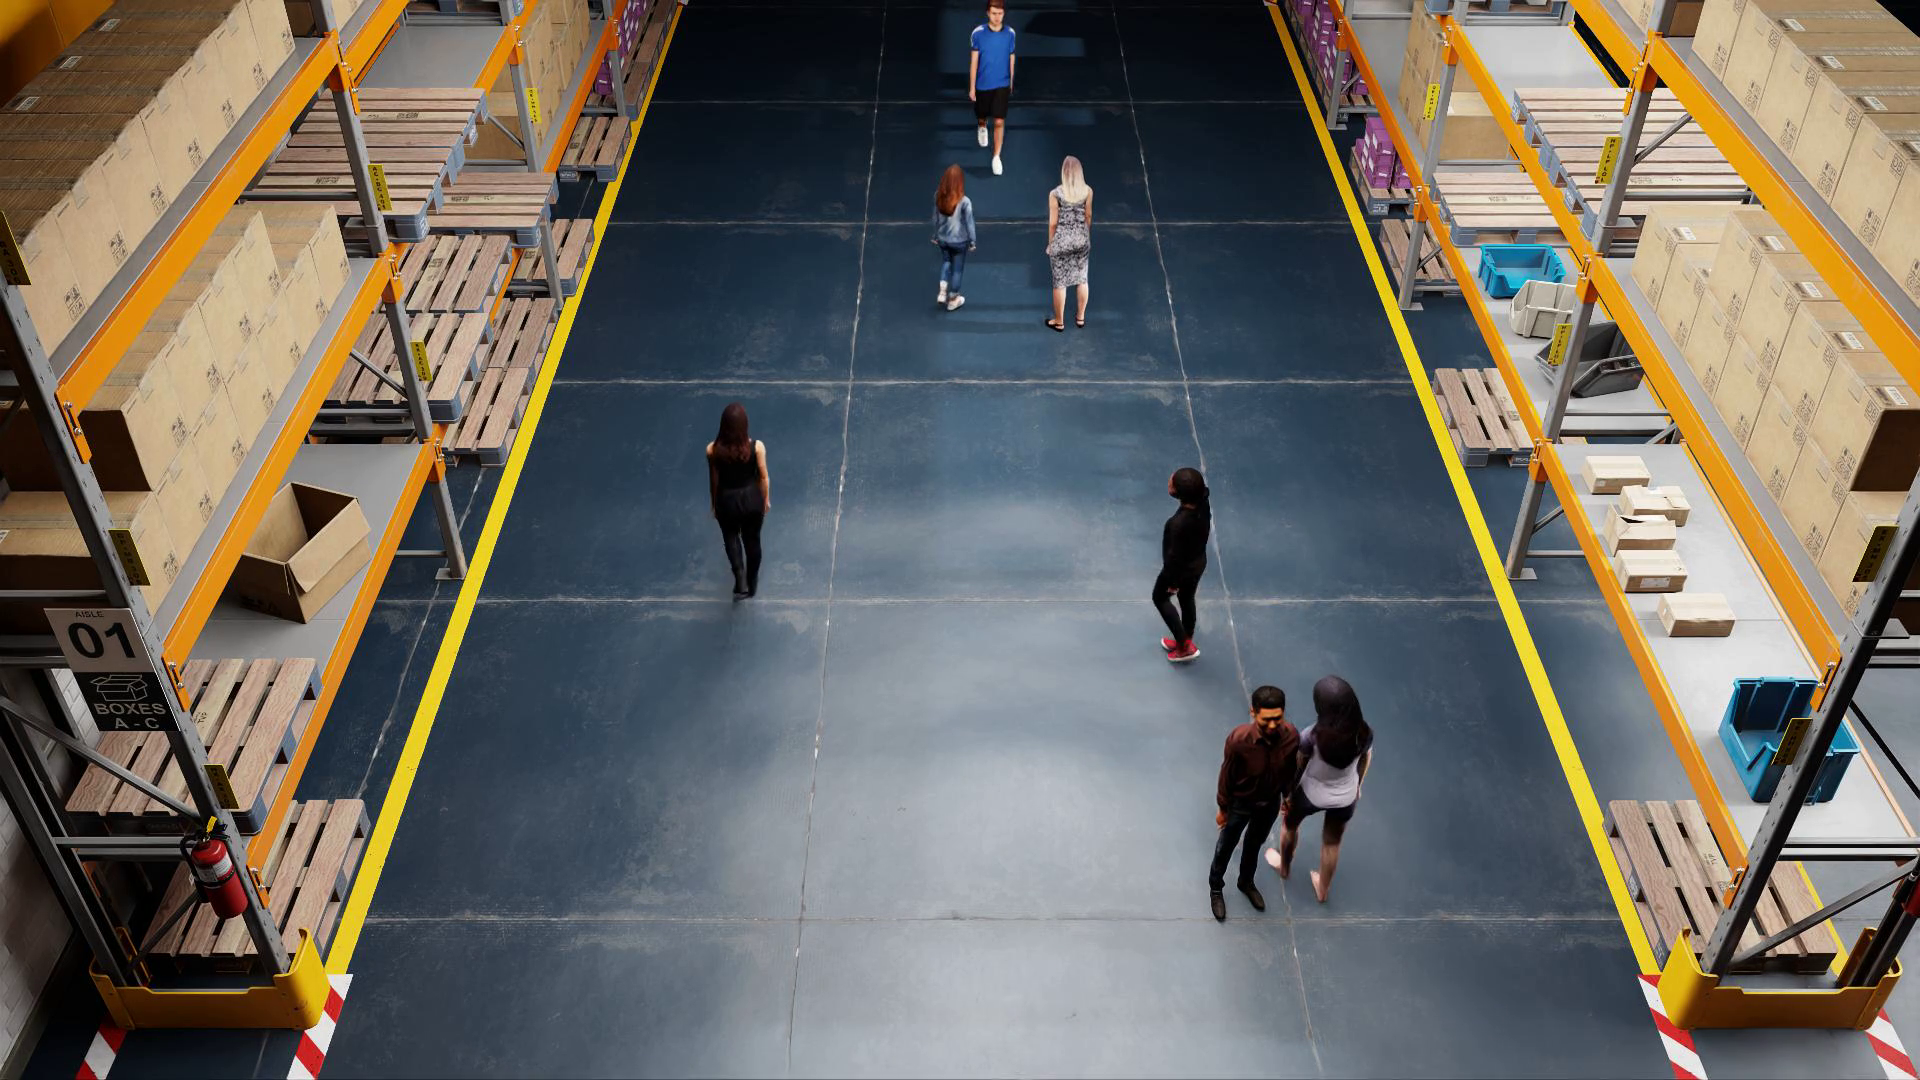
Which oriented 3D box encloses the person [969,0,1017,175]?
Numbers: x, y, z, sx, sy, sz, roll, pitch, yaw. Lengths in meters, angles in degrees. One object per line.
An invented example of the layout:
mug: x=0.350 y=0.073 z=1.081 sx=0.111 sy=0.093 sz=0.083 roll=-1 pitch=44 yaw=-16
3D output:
person: x=0.331 y=-4.914 z=17.794 sx=0.709 sy=1.845 sz=1.123 roll=-4 pitch=39 yaw=-5

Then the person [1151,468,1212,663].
person: x=1.617 y=0.222 z=11.509 sx=0.753 sy=1.664 sz=0.812 roll=-31 pitch=48 yaw=-33

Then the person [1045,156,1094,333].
person: x=0.993 y=-2.677 z=15.106 sx=0.617 sy=1.704 sz=0.582 roll=-10 pitch=40 yaw=-12

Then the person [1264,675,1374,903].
person: x=2.166 y=1.496 z=9.890 sx=0.639 sy=1.693 sz=0.658 roll=3 pitch=39 yaw=4

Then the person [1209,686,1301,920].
person: x=1.716 y=1.517 z=9.793 sx=0.688 sy=1.781 sz=0.603 roll=-9 pitch=39 yaw=-11

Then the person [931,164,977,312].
person: x=-0.108 y=-2.763 z=15.403 sx=0.692 sy=1.468 sz=0.723 roll=21 pitch=43 yaw=24

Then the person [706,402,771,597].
person: x=-1.594 y=-0.219 z=12.050 sx=0.645 sy=1.677 sz=0.720 roll=-5 pitch=39 yaw=-7
